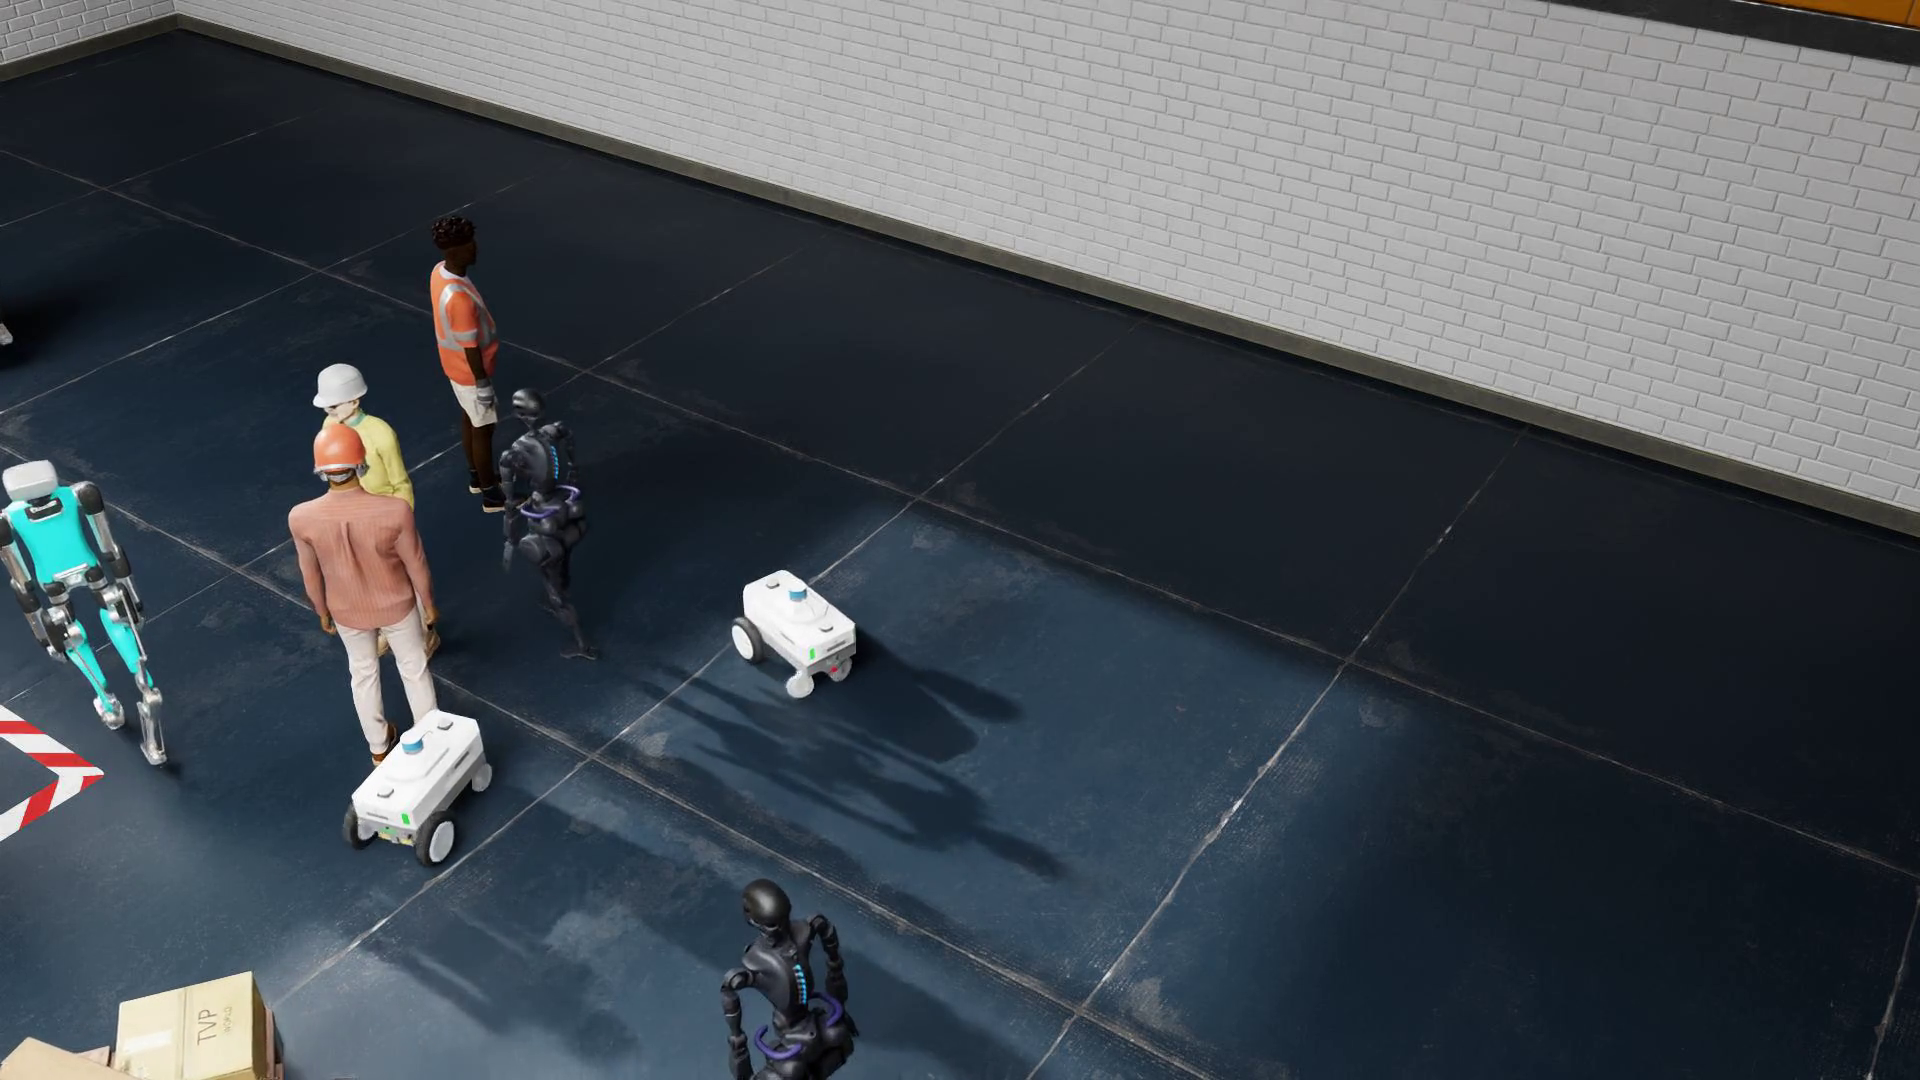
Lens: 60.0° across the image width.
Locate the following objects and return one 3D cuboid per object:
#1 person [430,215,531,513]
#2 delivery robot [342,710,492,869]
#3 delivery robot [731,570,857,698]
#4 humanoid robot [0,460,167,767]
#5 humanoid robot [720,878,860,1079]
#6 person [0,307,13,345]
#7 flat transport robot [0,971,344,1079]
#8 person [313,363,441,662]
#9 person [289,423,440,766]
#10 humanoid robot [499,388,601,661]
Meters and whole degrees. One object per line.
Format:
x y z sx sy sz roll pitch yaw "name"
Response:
-3.031 -1.091 10.344 0.368 1.964 0.607 -16 38 -21 "person"
-2.690 1.225 8.278 0.499 0.611 0.804 11 36 15 "delivery robot"
-0.919 0.486 9.312 0.525 0.587 0.757 -26 42 -32 "delivery robot"
-4.324 0.452 8.320 0.545 1.718 1.015 -25 42 -31 "humanoid robot"
-0.593 1.944 6.311 0.755 1.634 0.589 29 44 35 "humanoid robot"
-7.375 -2.268 12.109 0.511 1.872 0.333 -16 38 -22 "person"
-3.086 2.613 6.529 1.431 0.231 0.659 -11 37 -16 "flat transport robot"
-3.165 -0.133 9.042 0.472 1.890 0.401 15 38 20 "person"
-2.927 0.304 8.336 0.616 1.986 0.407 -3 35 -5 "person"
-2.299 -0.095 9.196 0.619 1.641 0.600 20 40 26 "humanoid robot"
